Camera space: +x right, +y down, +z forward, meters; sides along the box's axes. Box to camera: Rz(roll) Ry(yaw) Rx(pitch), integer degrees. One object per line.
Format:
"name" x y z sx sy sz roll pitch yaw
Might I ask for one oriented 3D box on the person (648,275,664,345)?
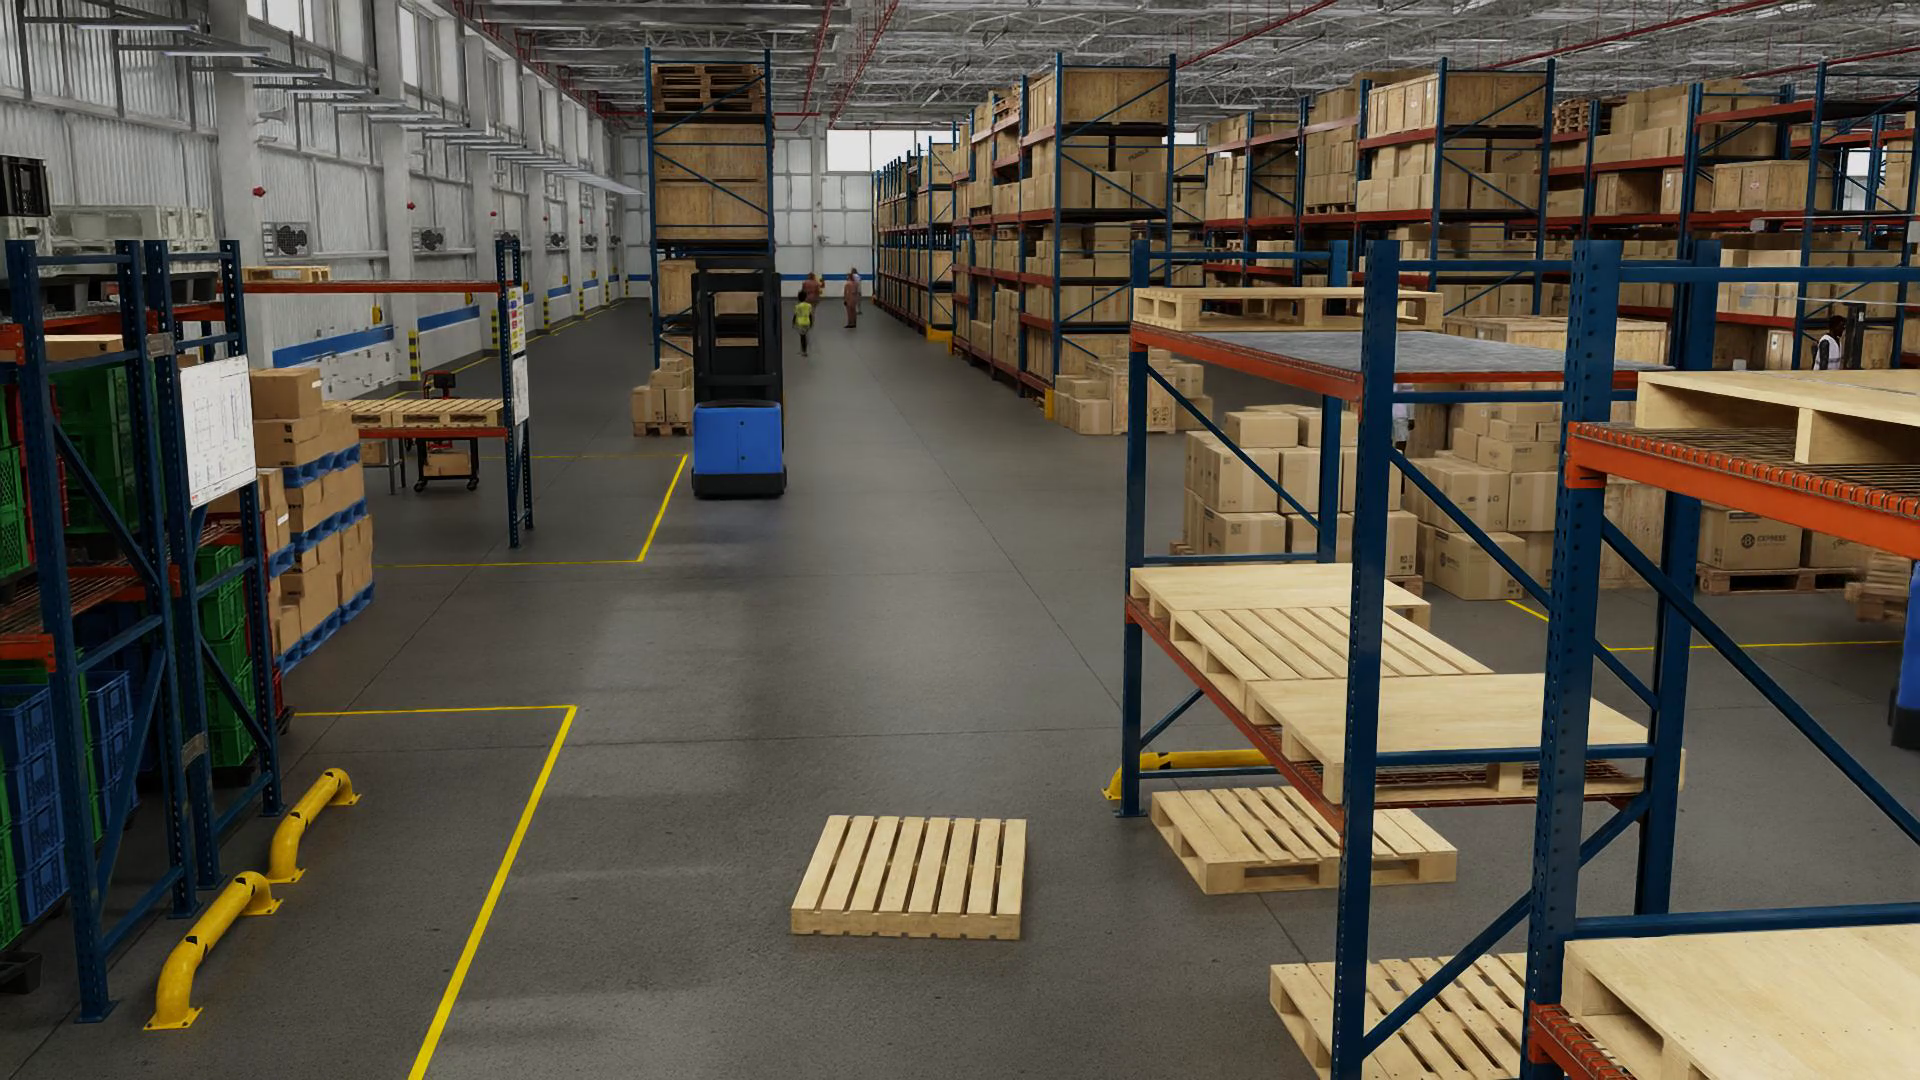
"person" -8.818 -6.662 48.166 0.396 2.044 0.609 4 11 20

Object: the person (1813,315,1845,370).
"person" 13.123 -2.444 25.173 0.397 1.911 0.587 10 14 43

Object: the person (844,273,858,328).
"person" -3.816 -8.307 57.660 0.407 1.910 0.639 6 12 30

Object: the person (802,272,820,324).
"person" -5.382 -8.731 60.044 0.678 1.892 0.476 -2 10 -10

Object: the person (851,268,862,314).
"person" -4.278 -10.140 67.852 0.661 1.892 0.820 5 11 24

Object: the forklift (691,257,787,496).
"forklift" -2.692 -2.022 20.139 1.129 2.768 1.873 -1 10 -6

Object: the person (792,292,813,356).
"person" -4.208 -5.675 43.692 0.553 1.665 0.752 -9 14 -42

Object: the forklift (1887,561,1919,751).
"forklift" 6.389 -0.196 10.021 1.129 2.768 1.873 6 12 31

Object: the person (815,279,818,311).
"person" -6.298 -10.554 70.884 0.536 1.624 0.376 1 10 4

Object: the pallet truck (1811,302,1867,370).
"pallet truck" 15.846 -3.142 28.793 1.885 1.965 0.823 2 10 12

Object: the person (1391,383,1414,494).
"person" 5.267 -1.522 20.007 0.372 1.928 0.543 -6 12 -32
